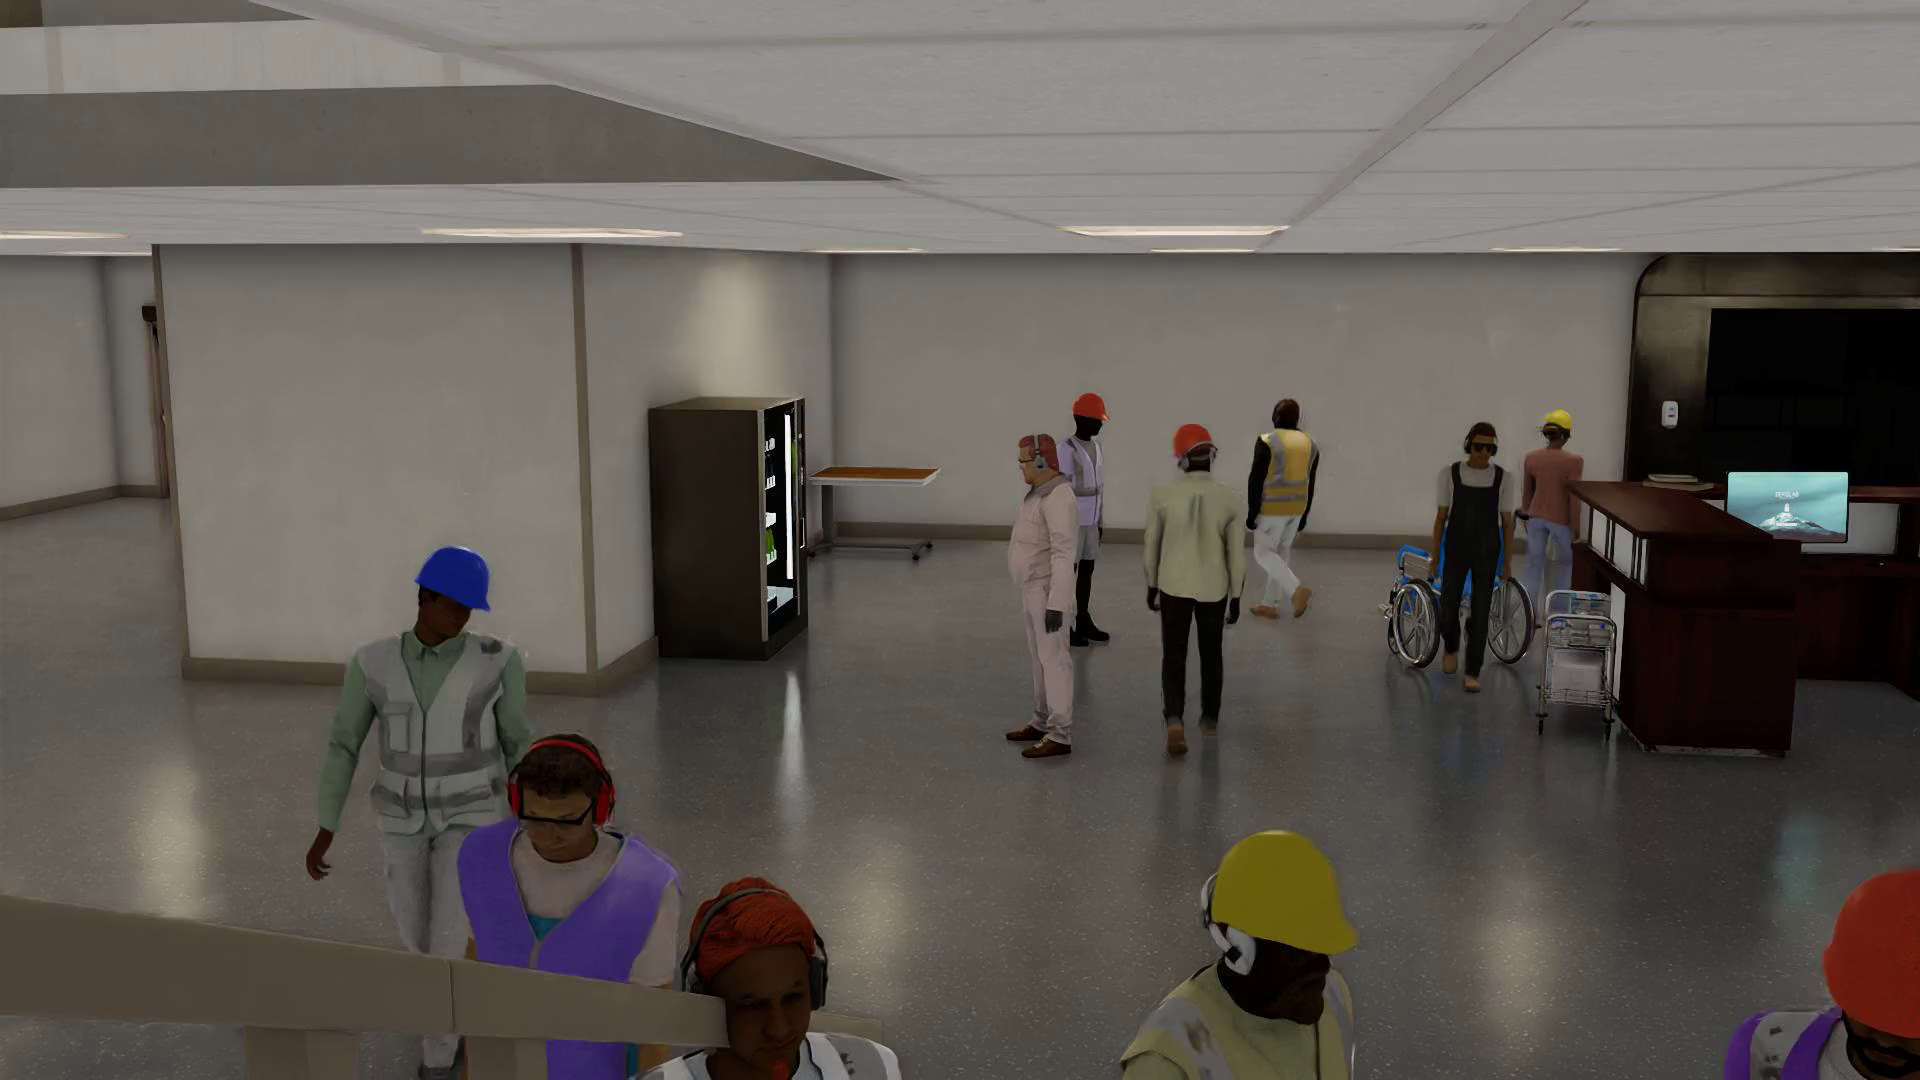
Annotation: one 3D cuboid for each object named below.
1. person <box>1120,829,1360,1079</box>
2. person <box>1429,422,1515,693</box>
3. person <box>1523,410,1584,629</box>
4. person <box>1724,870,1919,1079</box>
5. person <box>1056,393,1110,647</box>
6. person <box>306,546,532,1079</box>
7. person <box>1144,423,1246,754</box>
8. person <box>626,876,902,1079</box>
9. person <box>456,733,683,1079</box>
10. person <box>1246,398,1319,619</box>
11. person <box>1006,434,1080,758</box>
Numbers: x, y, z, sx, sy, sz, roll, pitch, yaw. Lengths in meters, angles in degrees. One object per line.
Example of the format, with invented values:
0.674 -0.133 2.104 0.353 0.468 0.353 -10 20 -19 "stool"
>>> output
0.560 1.429 3.215 0.590 1.823 0.405 -8 12 -42 "person"
3.479 0.105 11.312 0.544 1.834 0.491 2 9 11 "person"
4.724 -0.161 13.220 0.611 1.743 0.545 -8 12 -39 "person"
1.489 1.448 2.791 0.426 1.916 0.567 -7 12 -38 "person"
0.943 -0.157 12.661 0.390 1.929 0.545 8 12 39 "person"
-1.837 0.980 5.732 0.670 1.898 0.635 0 9 1 "person"
1.395 0.283 9.910 0.614 1.955 0.920 1 9 5 "person"
-0.336 1.471 2.757 0.574 1.883 0.361 -5 11 -30 "person"
-0.972 1.325 3.915 0.640 1.802 0.700 2 9 13 "person"
2.642 -0.229 13.457 0.642 1.820 0.659 -6 11 -32 "person"
0.479 0.323 9.788 0.400 1.901 0.643 -1 9 -9 "person"
